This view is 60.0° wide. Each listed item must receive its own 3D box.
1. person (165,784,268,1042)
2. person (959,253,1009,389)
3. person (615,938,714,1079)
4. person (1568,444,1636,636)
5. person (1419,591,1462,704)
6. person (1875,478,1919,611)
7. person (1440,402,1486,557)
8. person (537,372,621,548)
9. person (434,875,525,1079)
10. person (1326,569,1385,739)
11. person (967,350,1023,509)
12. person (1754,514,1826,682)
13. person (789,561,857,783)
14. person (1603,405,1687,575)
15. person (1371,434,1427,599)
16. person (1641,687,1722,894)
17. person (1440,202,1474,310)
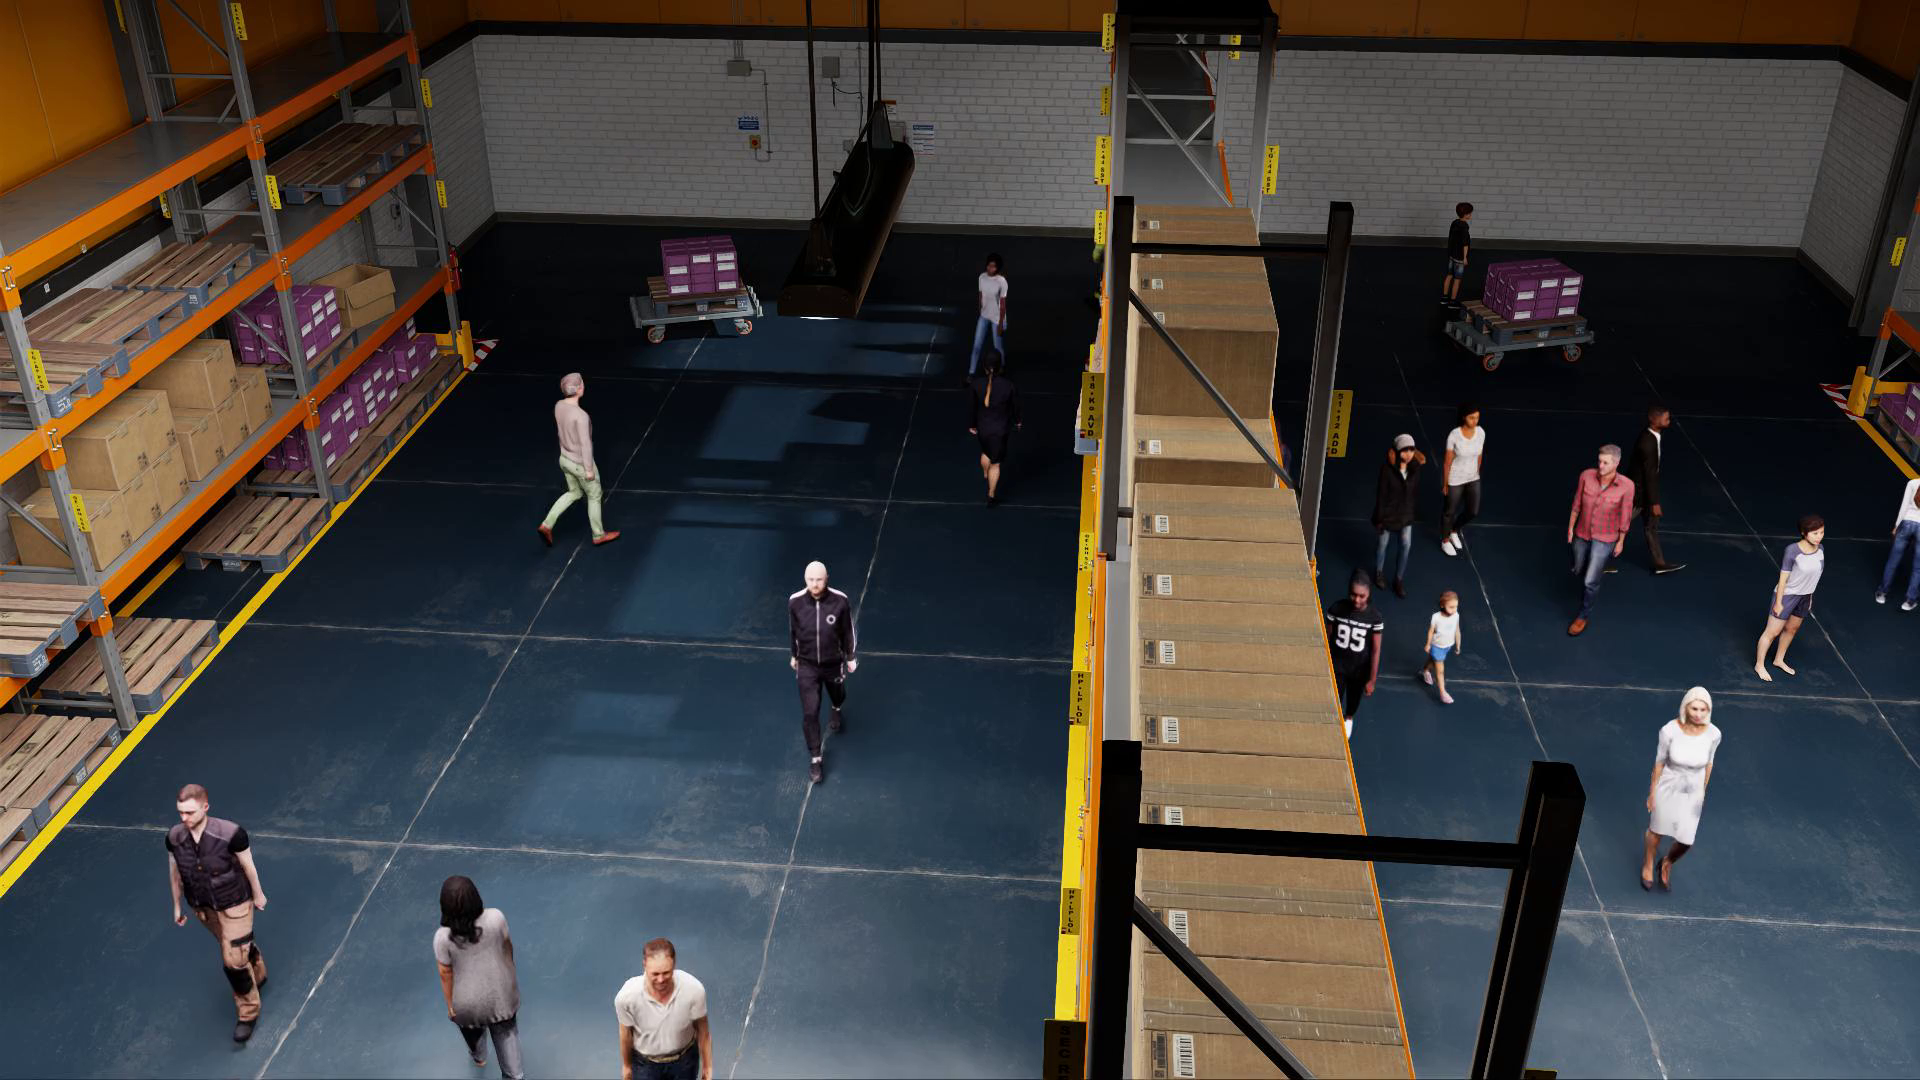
[{"bbox_3d":[-4.761,2.285,10.846,0.679,1.817,0.856,3,29,6],"label":"person"},{"bbox_3d":[0.446,-2.659,20.043,0.950,1.689,1.140,20,34,32],"label":"person"},{"bbox_3d":[-1.693,2.937,9.632,0.744,1.837,0.731,-3,29,-6],"label":"person"},{"bbox_3d":[5.841,-0.065,15.171,1.069,1.802,1.192,22,36,35],"label":"person"},{"bbox_3d":[4.120,0.863,14.310,0.596,0.996,0.801,-8,30,-15],"label":"person"},{"bbox_3d":[8.892,-0.098,15.486,0.617,1.557,0.647,20,34,32],"label":"person"},{"bbox_3d":[4.889,-0.634,16.382,0.666,1.640,0.676,-7,29,-12],"label":"person"},{"bbox_3d":[-3.826,-0.715,16.315,1.171,1.848,1.070,-25,38,-38],"label":"person"},{"bbox_3d":[-2.919,2.772,10.200,0.964,1.580,1.128,-14,32,-24],"label":"person"},{"bbox_3d":[3.143,1.004,13.339,0.805,1.679,1.242,10,30,17],"label":"person"},{"bbox_3d":[0.336,-1.108,17.248,0.736,1.643,0.941,5,29,9],"label":"person"},{"bbox_3d":[7.232,0.473,14.430,0.645,1.566,0.651,-10,30,-18],"label":"person"},{"bbox_3d":[-1.098,0.940,13.328,0.785,1.802,1.228,-1,29,-2],"label":"person"},{"bbox_3d":[6.402,-0.444,15.906,1.000,1.762,1.138,14,31,23],"label":"person"},{"bbox_3d":[4.082,-0.283,15.760,0.700,1.620,0.768,-3,29,-5],"label":"person"},{"bbox_3d":[5.113,1.750,11.913,0.582,1.736,0.583,4,29,7],"label":"person"},{"bbox_3d":[6.739,-3.864,22.505,0.667,1.447,0.564,-8,30,-15],"label":"person"}]
